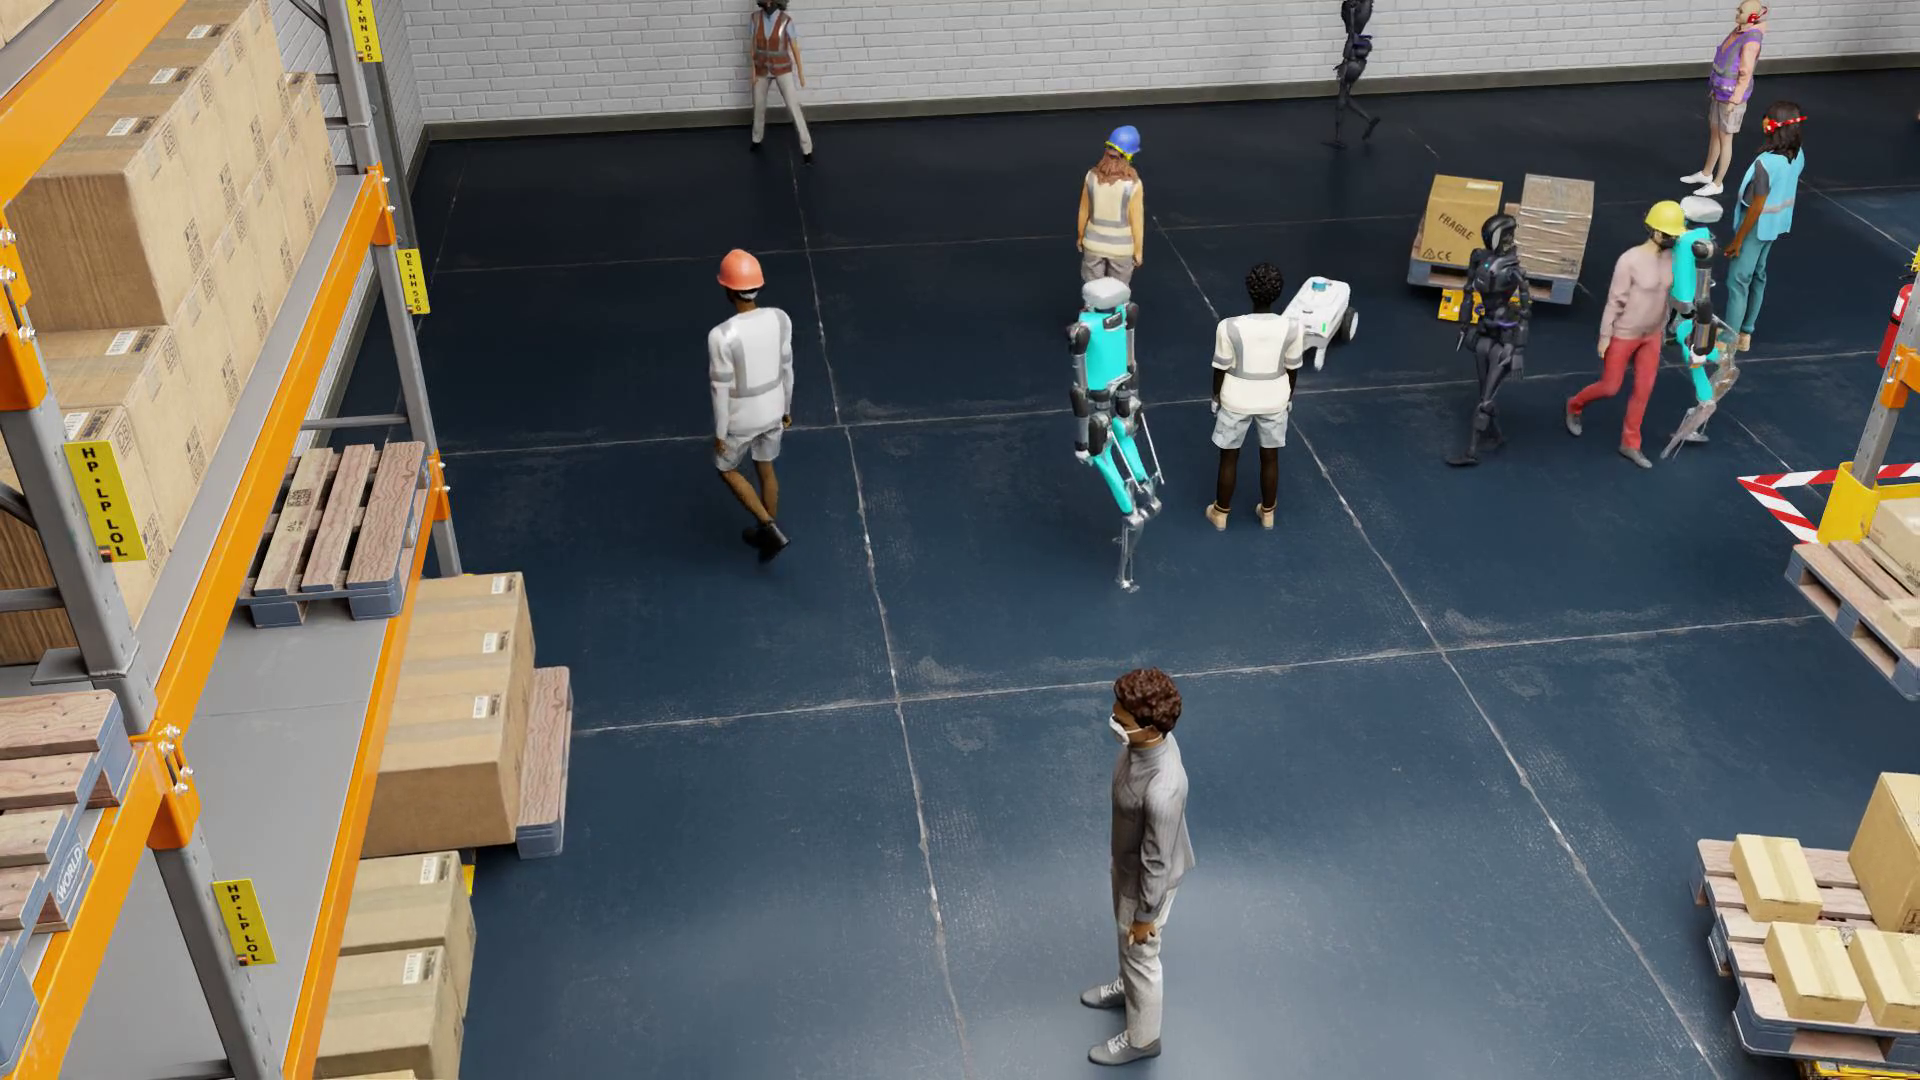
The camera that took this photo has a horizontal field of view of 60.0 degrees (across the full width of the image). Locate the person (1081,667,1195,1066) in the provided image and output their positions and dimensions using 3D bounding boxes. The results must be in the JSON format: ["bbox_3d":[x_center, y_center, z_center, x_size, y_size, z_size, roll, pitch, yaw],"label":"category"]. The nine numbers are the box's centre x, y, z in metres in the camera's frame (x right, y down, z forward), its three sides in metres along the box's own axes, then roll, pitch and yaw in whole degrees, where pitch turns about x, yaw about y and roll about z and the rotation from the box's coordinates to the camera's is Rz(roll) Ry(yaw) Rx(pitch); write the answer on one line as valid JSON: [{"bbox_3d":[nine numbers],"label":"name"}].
[{"bbox_3d":[0.713,1.268,6.430,0.396,1.891,0.544,-2,33,-3],"label":"person"}]

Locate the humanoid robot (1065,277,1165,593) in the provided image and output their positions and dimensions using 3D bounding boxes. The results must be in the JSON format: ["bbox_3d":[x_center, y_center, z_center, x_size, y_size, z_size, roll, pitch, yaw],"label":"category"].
[{"bbox_3d":[0.998,-0.541,9.383,0.808,1.800,0.530,27,42,35],"label":"humanoid robot"}]

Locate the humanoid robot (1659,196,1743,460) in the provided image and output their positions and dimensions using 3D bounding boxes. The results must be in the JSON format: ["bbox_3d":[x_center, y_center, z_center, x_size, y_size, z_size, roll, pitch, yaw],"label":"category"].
[{"bbox_3d":[4.768,-1.295,10.553,0.834,1.828,0.552,-2,33,-3],"label":"humanoid robot"}]

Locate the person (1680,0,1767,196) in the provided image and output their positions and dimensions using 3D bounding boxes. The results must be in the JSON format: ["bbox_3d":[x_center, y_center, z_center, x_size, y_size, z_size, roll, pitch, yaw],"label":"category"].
[{"bbox_3d":[6.668,-3.840,14.432,0.345,1.694,0.482,1,33,2],"label":"person"}]

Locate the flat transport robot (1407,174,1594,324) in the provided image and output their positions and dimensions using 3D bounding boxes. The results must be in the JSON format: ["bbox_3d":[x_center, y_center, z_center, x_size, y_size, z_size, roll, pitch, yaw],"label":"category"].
[{"bbox_3d":[4.142,-2.038,12.976,0.659,0.231,1.431,11,35,16],"label":"flat transport robot"}]

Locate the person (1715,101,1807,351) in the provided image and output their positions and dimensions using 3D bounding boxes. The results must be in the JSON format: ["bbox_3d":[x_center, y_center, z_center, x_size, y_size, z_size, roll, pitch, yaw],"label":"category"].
[{"bbox_3d":[5.603,-2.155,11.693,0.542,1.864,0.371,-25,41,-33],"label":"person"}]

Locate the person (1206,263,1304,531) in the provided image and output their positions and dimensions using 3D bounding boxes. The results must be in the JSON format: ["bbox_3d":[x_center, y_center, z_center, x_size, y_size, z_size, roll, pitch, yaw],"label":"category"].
[{"bbox_3d":[1.729,-0.820,9.810,0.531,1.691,0.322,-1,33,-2],"label":"person"}]

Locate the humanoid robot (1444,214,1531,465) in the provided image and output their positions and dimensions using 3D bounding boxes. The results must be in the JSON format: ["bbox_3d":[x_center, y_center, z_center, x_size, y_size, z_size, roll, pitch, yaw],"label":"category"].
[{"bbox_3d":[3.348,-1.267,10.522,0.645,1.631,0.615,-15,36,-22],"label":"humanoid robot"}]

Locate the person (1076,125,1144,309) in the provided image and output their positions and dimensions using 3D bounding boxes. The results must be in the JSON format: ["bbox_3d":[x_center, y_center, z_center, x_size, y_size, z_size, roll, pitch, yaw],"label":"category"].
[{"bbox_3d":[1.029,-2.042,11.627,0.507,1.748,0.539,12,35,17],"label":"person"}]

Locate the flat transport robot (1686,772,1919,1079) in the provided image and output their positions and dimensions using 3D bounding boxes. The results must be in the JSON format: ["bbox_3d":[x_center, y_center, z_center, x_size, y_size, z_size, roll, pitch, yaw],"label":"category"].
[{"bbox_3d":[3.734,1.944,6.873,0.659,0.231,1.431,4,33,6],"label":"flat transport robot"}]

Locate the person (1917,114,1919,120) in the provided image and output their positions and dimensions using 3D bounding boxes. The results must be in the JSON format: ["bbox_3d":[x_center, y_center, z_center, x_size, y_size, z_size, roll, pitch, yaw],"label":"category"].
[{"bbox_3d":[9.859,-4.795,15.708,1.036,1.917,0.531,16,36,23],"label":"person"}]

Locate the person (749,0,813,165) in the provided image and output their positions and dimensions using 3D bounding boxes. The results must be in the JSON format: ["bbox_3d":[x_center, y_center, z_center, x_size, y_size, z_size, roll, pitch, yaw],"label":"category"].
[{"bbox_3d":[-1.652,-4.279,15.154,0.695,1.650,0.477,7,34,10],"label":"person"}]

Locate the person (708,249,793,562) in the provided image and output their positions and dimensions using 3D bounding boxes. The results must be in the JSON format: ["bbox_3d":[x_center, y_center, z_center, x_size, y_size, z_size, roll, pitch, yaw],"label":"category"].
[{"bbox_3d":[-1.159,-0.712,9.425,0.557,1.925,0.485,-27,42,-35],"label":"person"}]

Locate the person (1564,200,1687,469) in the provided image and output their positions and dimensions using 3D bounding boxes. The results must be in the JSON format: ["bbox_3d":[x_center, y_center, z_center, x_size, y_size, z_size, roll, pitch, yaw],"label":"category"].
[{"bbox_3d":[4.256,-1.327,10.526,0.557,1.745,0.647,-13,35,-18],"label":"person"}]

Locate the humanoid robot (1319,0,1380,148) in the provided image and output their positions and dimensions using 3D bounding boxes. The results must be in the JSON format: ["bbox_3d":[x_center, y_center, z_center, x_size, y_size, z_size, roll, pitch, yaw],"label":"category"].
[{"bbox_3d":[3.704,-4.481,15.437,0.496,1.640,0.615,12,35,18],"label":"humanoid robot"}]

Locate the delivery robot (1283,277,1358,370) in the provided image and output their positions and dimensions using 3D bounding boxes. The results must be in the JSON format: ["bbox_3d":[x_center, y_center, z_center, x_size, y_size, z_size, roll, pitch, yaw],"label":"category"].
[{"bbox_3d":[2.583,-1.617,12.083,0.499,0.610,0.814,15,36,21],"label":"delivery robot"}]
